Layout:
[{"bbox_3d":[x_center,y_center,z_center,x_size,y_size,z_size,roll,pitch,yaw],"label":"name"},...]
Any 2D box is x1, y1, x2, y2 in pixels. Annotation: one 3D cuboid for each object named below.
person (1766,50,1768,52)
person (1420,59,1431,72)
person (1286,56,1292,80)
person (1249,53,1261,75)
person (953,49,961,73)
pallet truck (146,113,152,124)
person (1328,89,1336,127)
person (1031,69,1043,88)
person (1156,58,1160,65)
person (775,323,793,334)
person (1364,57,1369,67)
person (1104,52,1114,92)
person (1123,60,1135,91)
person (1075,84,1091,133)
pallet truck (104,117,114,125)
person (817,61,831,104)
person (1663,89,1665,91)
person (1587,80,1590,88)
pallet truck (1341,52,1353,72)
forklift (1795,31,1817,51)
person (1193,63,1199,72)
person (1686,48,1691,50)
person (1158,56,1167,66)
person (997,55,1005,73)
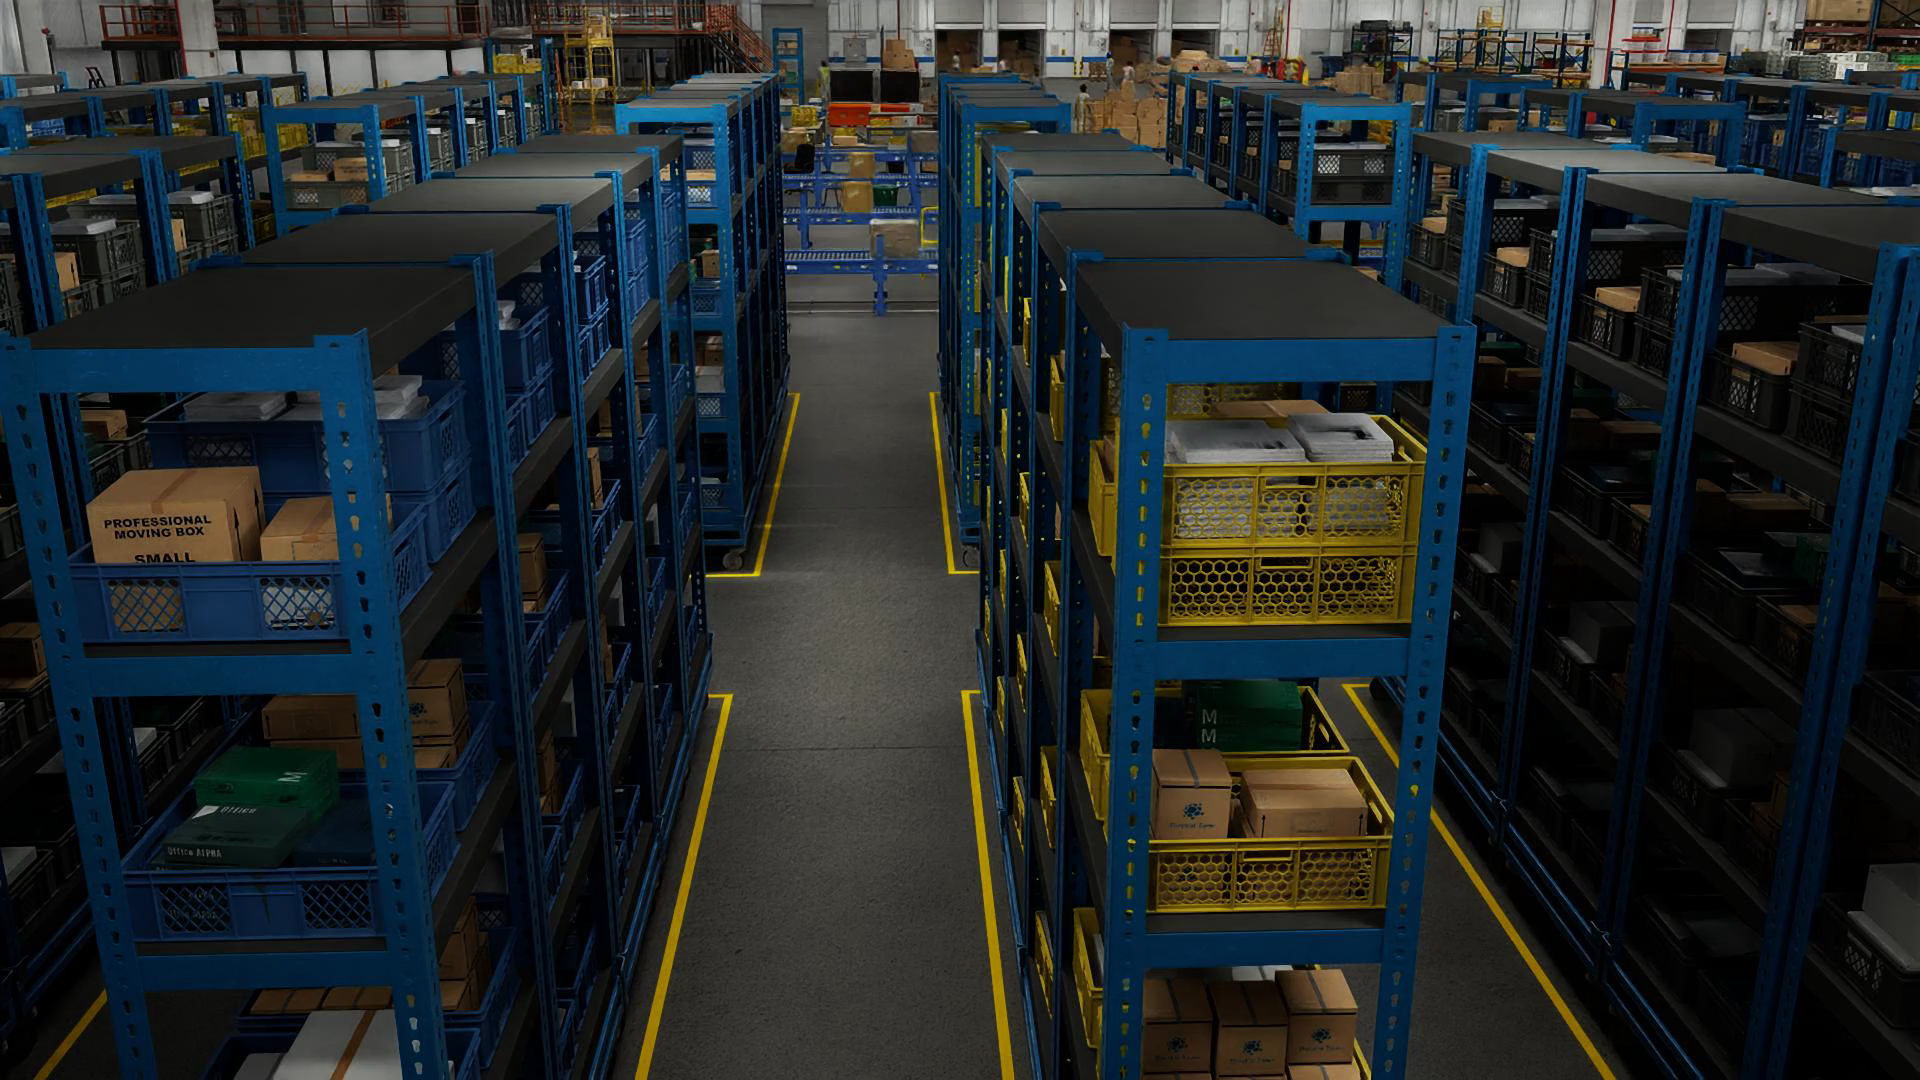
[{"bbox_3d":[42.957,-25.164,88.706,0.642,1.898,0.955,-15,23,-39],"label":"person"},{"bbox_3d":[22.235,-22.113,79.533,0.532,1.724,0.909,-2,18,-5],"label":"person"},{"bbox_3d":[16.594,-23.406,83.546,0.641,1.721,0.490,-3,18,-8],"label":"person"},{"bbox_3d":[14.769,-23.366,83.182,0.757,1.893,0.360,-6,19,-18],"label":"person"},{"bbox_3d":[-0.139,-25.939,91.135,0.999,1.881,0.574,12,21,32],"label":"person"},{"bbox_3d":[-18.087,-8.309,36.390,1.885,1.965,0.823,-1,18,-4],"label":"pallet truck"},{"bbox_3d":[11.997,-13.750,53.769,0.539,1.660,0.848,1,18,3],"label":"person"},{"bbox_3d":[2.971,-17.617,65.482,0.526,1.818,0.942,12,21,33],"label":"person"},{"bbox_3d":[9.383,-21.764,78.198,0.843,1.878,0.739,1,18,2],"label":"person"},{"bbox_3d":[-2.736,-3.581,22.096,0.924,1.781,0.592,-4,18,-12],"label":"person"},{"bbox_3d":[20.629,-23.778,84.783,0.722,1.671,0.537,4,18,13],"label":"person"},{"bbox_3d":[7.478,-23.448,83.327,0.402,1.942,0.603,-7,19,-22],"label":"person"},{"bbox_3d":[7.606,-20.696,75.001,0.530,1.830,0.635,-16,24,-41],"label":"person"},{"bbox_3d":[3.896,-13.614,53.068,0.519,1.844,0.828,14,23,37],"label":"person"},{"bbox_3d":[-18.367,-7.885,35.078,1.885,1.965,0.823,1,18,2],"label":"pallet truck"},{"bbox_3d":[-6.048,-20.304,73.794,0.662,1.820,0.626,-6,19,-17],"label":"person"},{"bbox_3d":[21.646,-12.934,51.031,0.583,1.803,0.894,-1,18,-5],"label":"person"},{"bbox_3d":[23.371,-16.301,61.254,0.809,1.908,0.578,-6,19,-17],"label":"person"},{"bbox_3d":[18.794,-23.123,82.231,0.823,1.965,1.885,-13,22,-35],"label":"pallet truck"},{"bbox_3d":[45.899,-26.245,90.478,1.129,2.768,1.873,-1,18,-2],"label":"forklift"},{"bbox_3d":[9.275,-17.786,65.671,0.603,2.034,0.417,5,19,15],"label":"person"},{"bbox_3d":[40.037,-26.149,91.747,0.907,1.894,0.565,2,18,6],"label":"person"},{"bbox_3d":[9.364,-21.386,76.963,1.055,1.920,0.698,-12,21,-33],"label":"person"},{"bbox_3d":[1.941,-22.370,80.089,1.027,1.879,0.652,1,18,4],"label":"person"}]
